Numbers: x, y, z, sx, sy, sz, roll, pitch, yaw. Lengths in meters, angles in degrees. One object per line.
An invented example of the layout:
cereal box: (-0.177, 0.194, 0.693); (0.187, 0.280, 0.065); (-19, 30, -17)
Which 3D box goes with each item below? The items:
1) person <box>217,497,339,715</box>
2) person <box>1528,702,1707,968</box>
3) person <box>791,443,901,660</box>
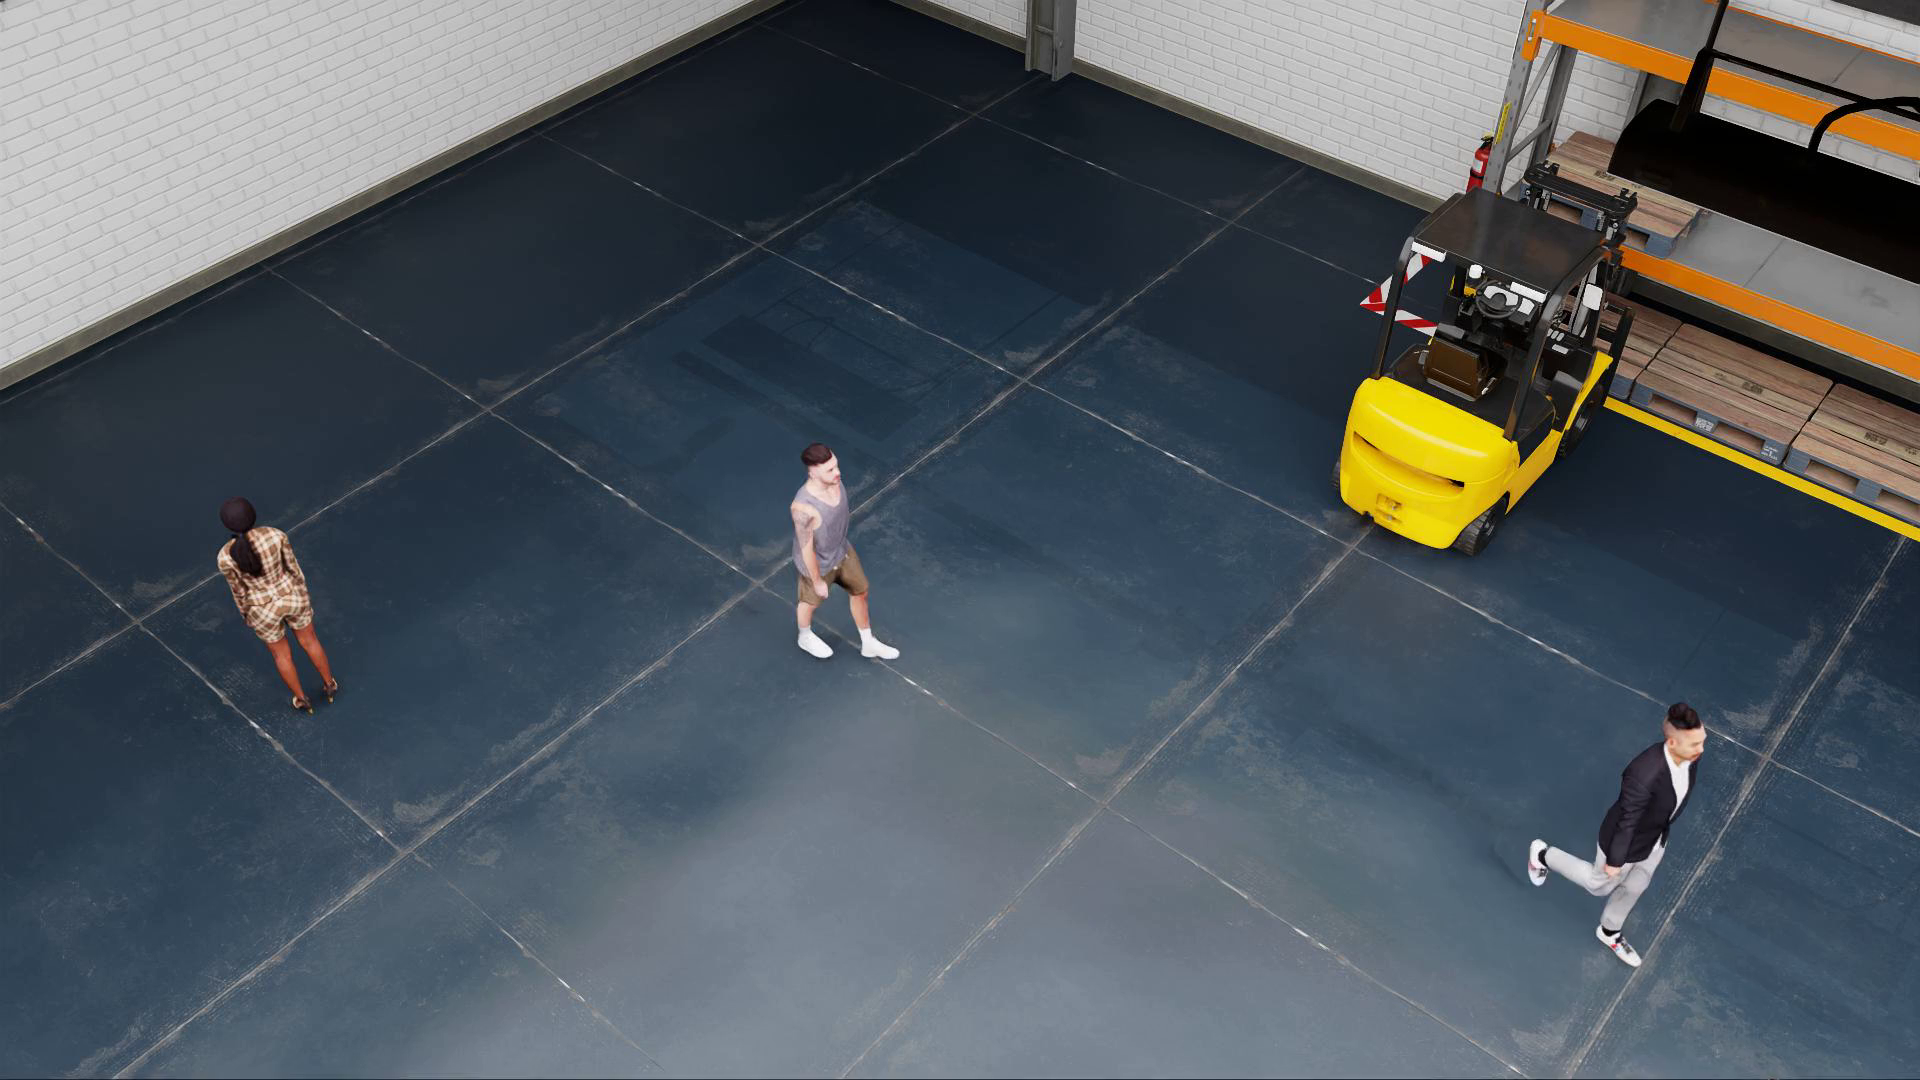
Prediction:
person: (-4.201, 0.415, 10.242); (0.642, 1.795, 0.635); (-25, 49, -24)
person: (3.580, 1.506, 8.993); (0.916, 1.937, 1.149); (-24, 49, -23)
person: (-0.943, 0.073, 10.569); (0.998, 1.823, 0.747); (22, 48, 21)
